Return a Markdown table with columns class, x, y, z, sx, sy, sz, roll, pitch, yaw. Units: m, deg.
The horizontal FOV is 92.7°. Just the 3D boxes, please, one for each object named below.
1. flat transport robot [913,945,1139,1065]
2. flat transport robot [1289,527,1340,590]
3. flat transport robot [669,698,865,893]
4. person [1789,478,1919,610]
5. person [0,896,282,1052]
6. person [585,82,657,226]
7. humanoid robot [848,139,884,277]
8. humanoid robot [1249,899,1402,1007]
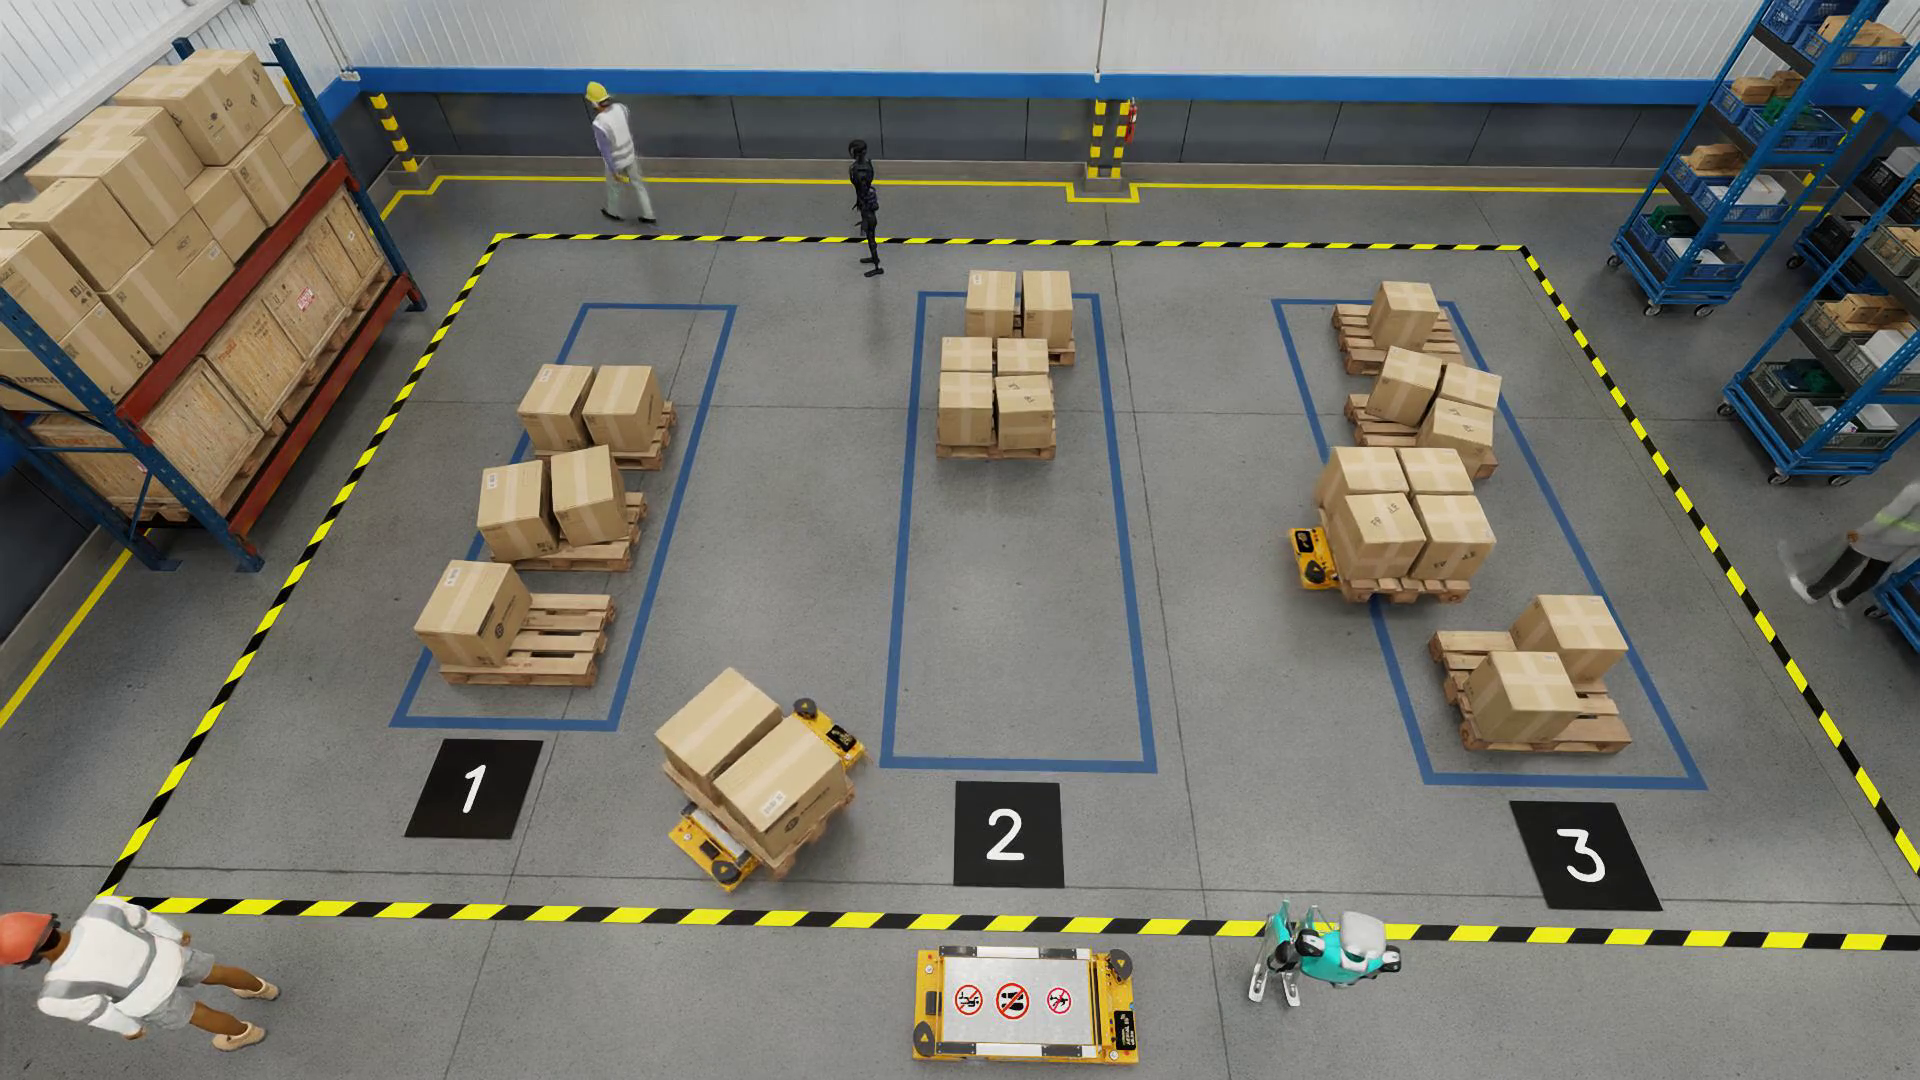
| class | x | y | z | sx | sy | sz | roll | pitch | yaw |
| --- | --- | --- | --- | --- | --- | --- | --- | --- | --- |
| flat transport robot | 0.422 | 3.041 | 6.007 | 1.431 | 0.231 | 0.659 | 1 | 51 | 1 |
| flat transport robot | 3.809 | 0.141 | 8.353 | 1.431 | 0.197 | 0.652 | 1 | 51 | 1 |
| flat transport robot | -1.447 | 1.876 | 6.938 | 0.652 | 0.197 | 1.431 | 32 | 58 | 23 |
| person | 7.691 | -0.095 | 7.542 | 0.596 | 1.850 | 0.395 | 5 | 51 | 4 |
| person | -4.697 | 2.532 | 5.281 | 0.384 | 2.040 | 0.605 | -2 | 51 | -1 |
| person | -4.329 | -4.794 | 11.407 | 0.851 | 1.798 | 0.598 | 23 | 54 | 18 |
| humanoid robot | -1.111 | -3.881 | 10.734 | 0.315 | 1.653 | 0.599 | -8 | 51 | -6 |
| humanoid robot | 2.125 | 2.380 | 5.512 | 0.533 | 1.677 | 0.735 | 8 | 51 | 7 |
